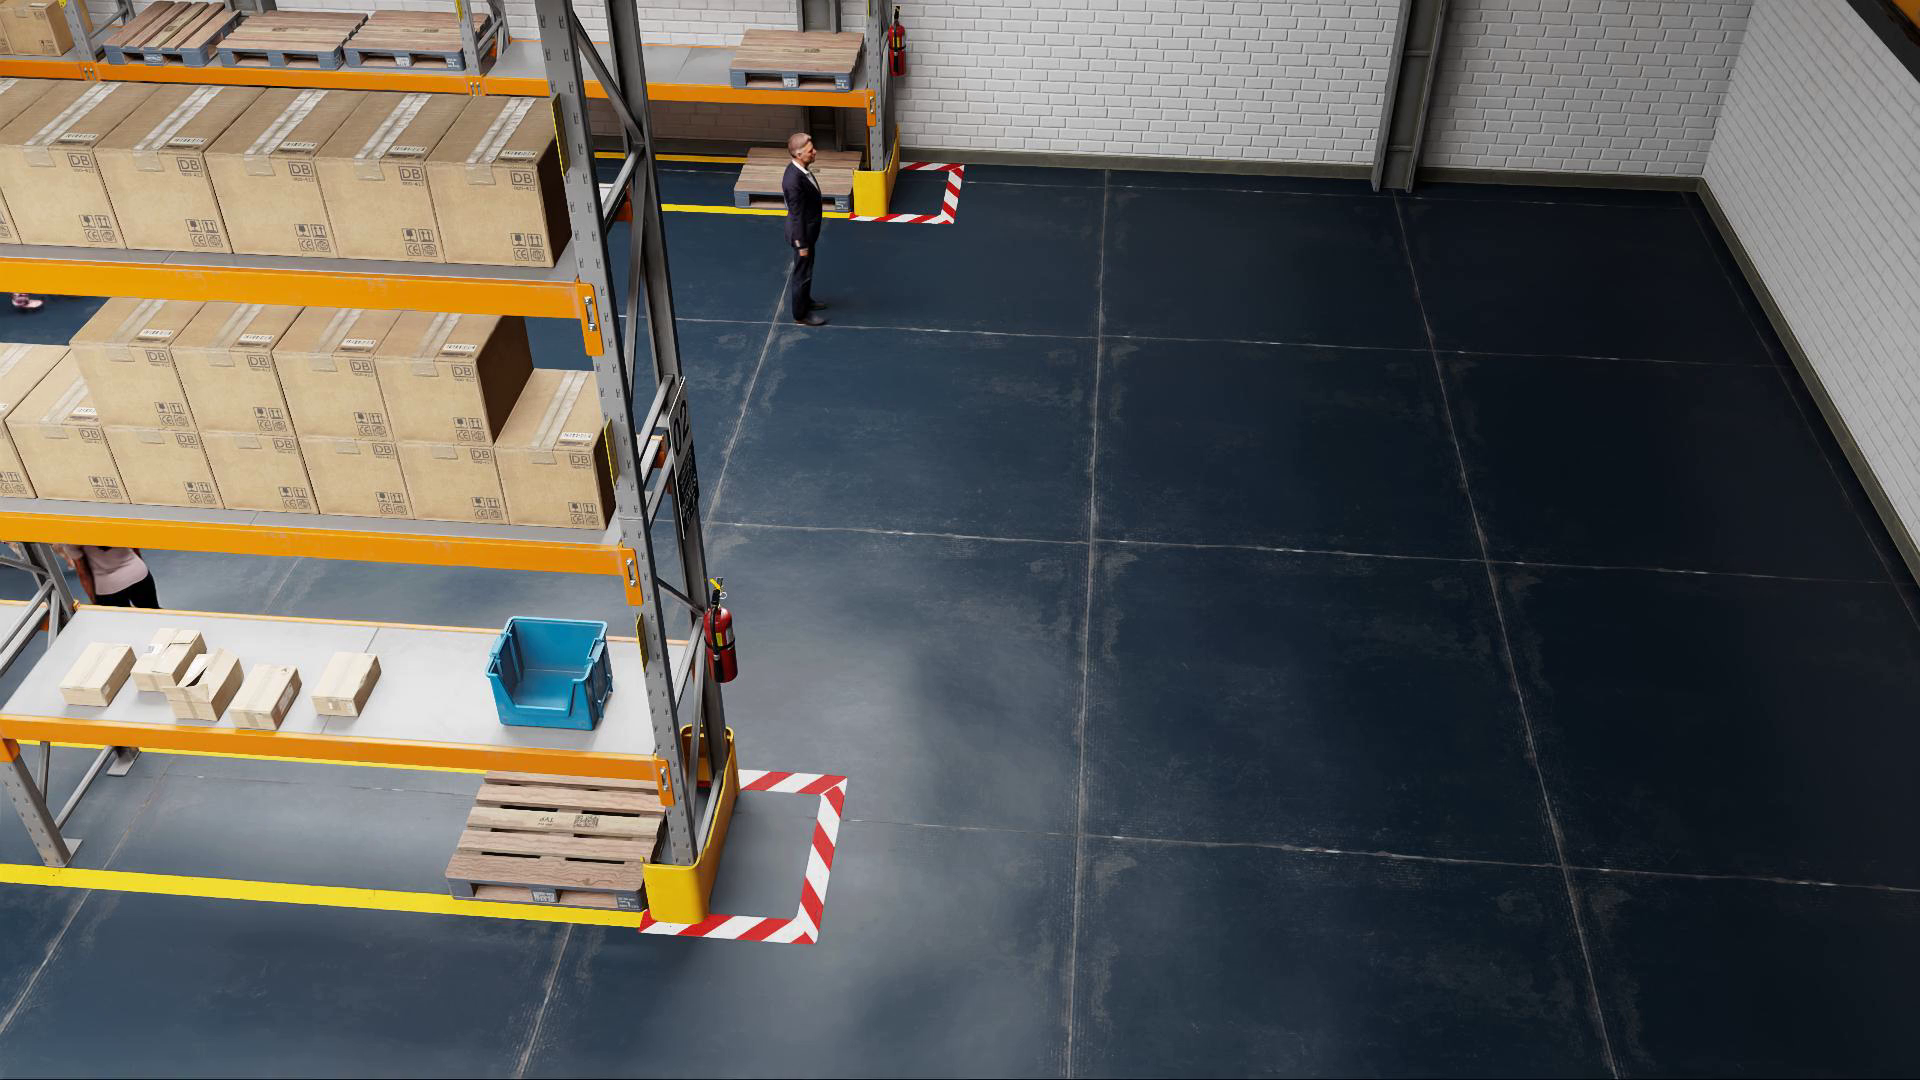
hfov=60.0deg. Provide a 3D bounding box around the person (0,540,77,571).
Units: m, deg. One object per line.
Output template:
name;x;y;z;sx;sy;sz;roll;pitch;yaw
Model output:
person;-6.855;-0.400;12.093;0.939;1.543;0.637;-2;39;-2

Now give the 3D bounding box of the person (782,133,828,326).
person;-1.410;-2.796;14.878;0.595;1.812;0.695;0;39;1
